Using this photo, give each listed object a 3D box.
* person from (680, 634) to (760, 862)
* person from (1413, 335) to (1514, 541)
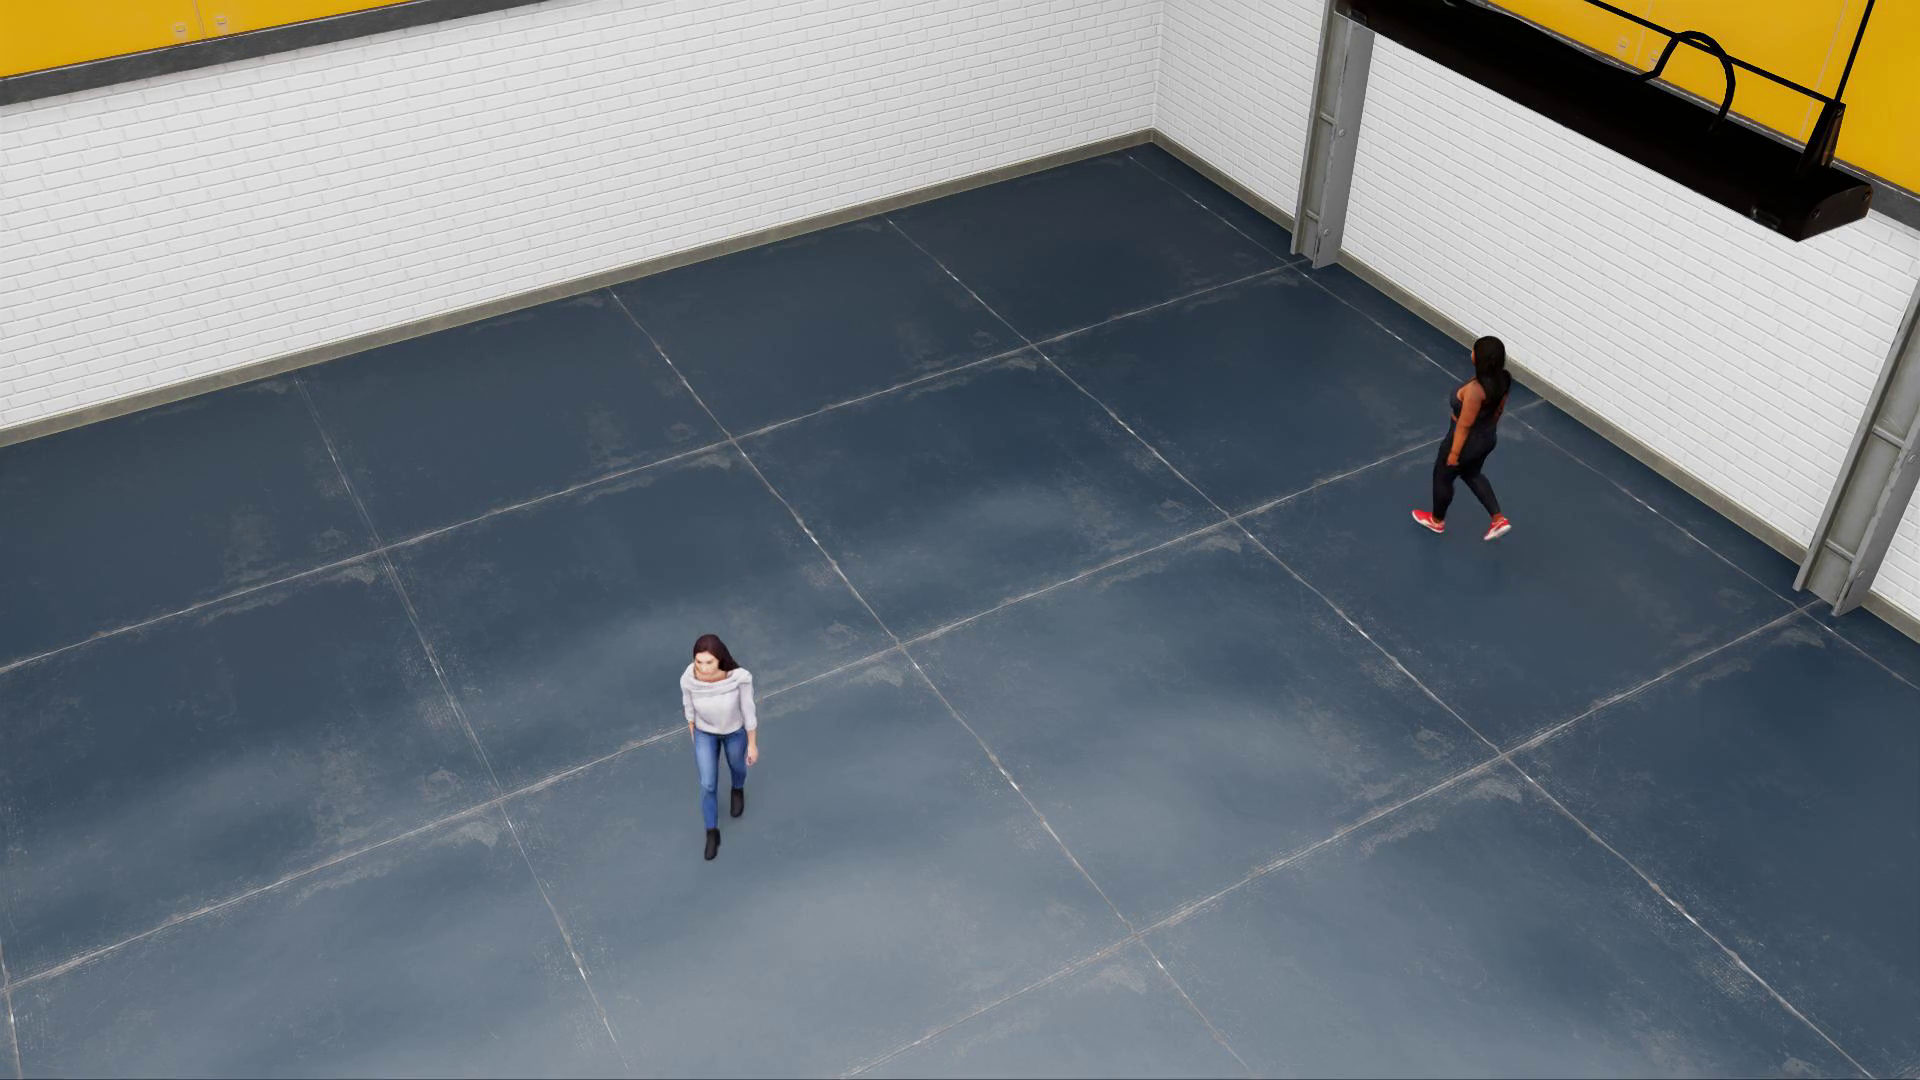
[{"bbox_3d":[-1.462,1.140,10.320,0.844,1.610,0.987,-2,39,-2],"label":"person"},{"bbox_3d":[3.892,-0.700,12.475,0.774,1.796,1.055,-28,47,-31],"label":"person"}]
